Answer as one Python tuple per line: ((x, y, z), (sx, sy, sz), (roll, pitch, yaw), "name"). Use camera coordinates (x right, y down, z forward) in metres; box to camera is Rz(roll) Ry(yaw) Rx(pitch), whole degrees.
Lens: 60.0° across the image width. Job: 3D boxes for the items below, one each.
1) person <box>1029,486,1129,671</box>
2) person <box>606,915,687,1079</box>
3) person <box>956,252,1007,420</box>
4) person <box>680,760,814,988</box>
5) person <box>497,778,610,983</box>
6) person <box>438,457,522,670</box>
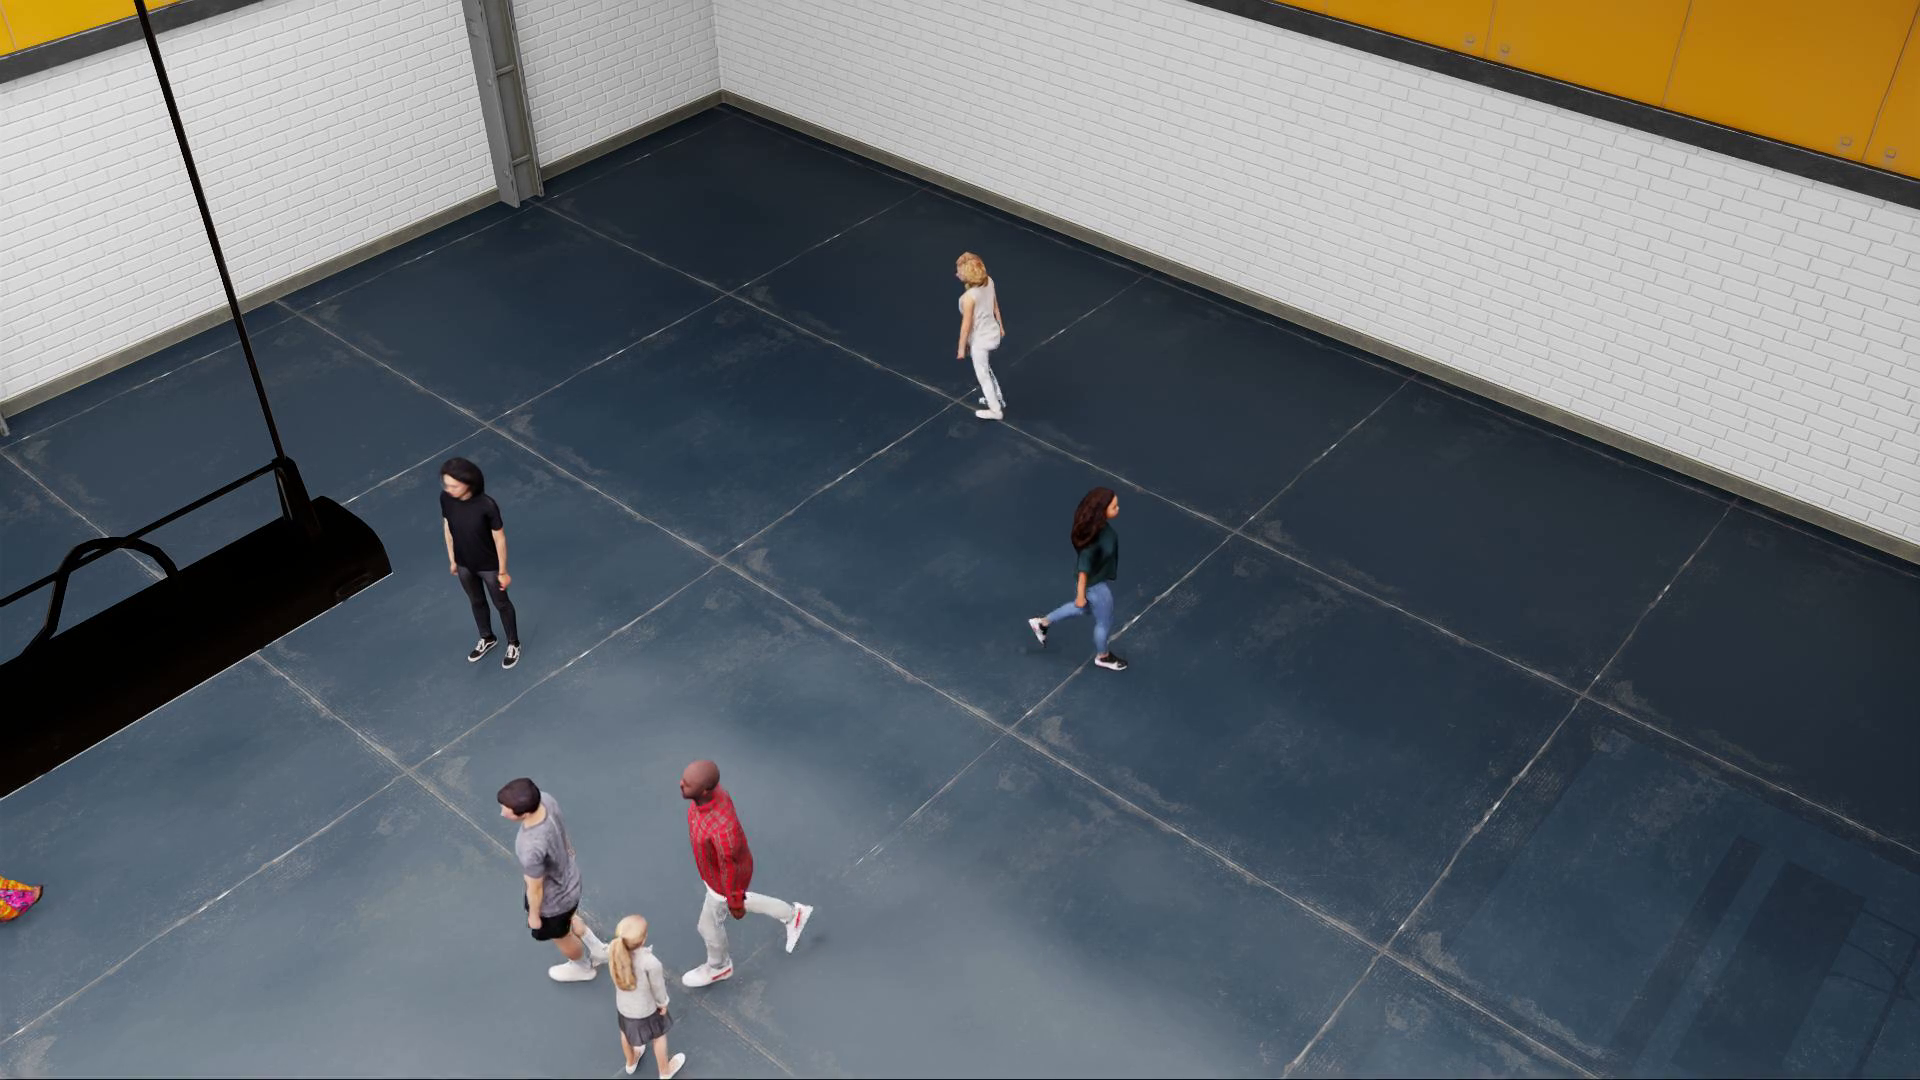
((0.877, 0.279, 11.975), (0.909, 1.593, 1.018), (10, 40, 12), "person")
((-1.813, 2.579, 9.355), (0.567, 1.268, 0.596), (13, 40, 16), "person")
((0.253, -1.753, 14.484), (0.764, 1.637, 0.674), (24, 45, 27), "person")
((-1.297, 1.919, 9.762), (1.217, 1.792, 1.061), (-15, 41, -18), "person")
((-2.254, 2.010, 9.602), (0.973, 1.849, 0.909), (4, 39, 5), "person")
((-3.458, 0.127, 11.974), (0.699, 1.831, 0.656), (12, 40, 14), "person")
